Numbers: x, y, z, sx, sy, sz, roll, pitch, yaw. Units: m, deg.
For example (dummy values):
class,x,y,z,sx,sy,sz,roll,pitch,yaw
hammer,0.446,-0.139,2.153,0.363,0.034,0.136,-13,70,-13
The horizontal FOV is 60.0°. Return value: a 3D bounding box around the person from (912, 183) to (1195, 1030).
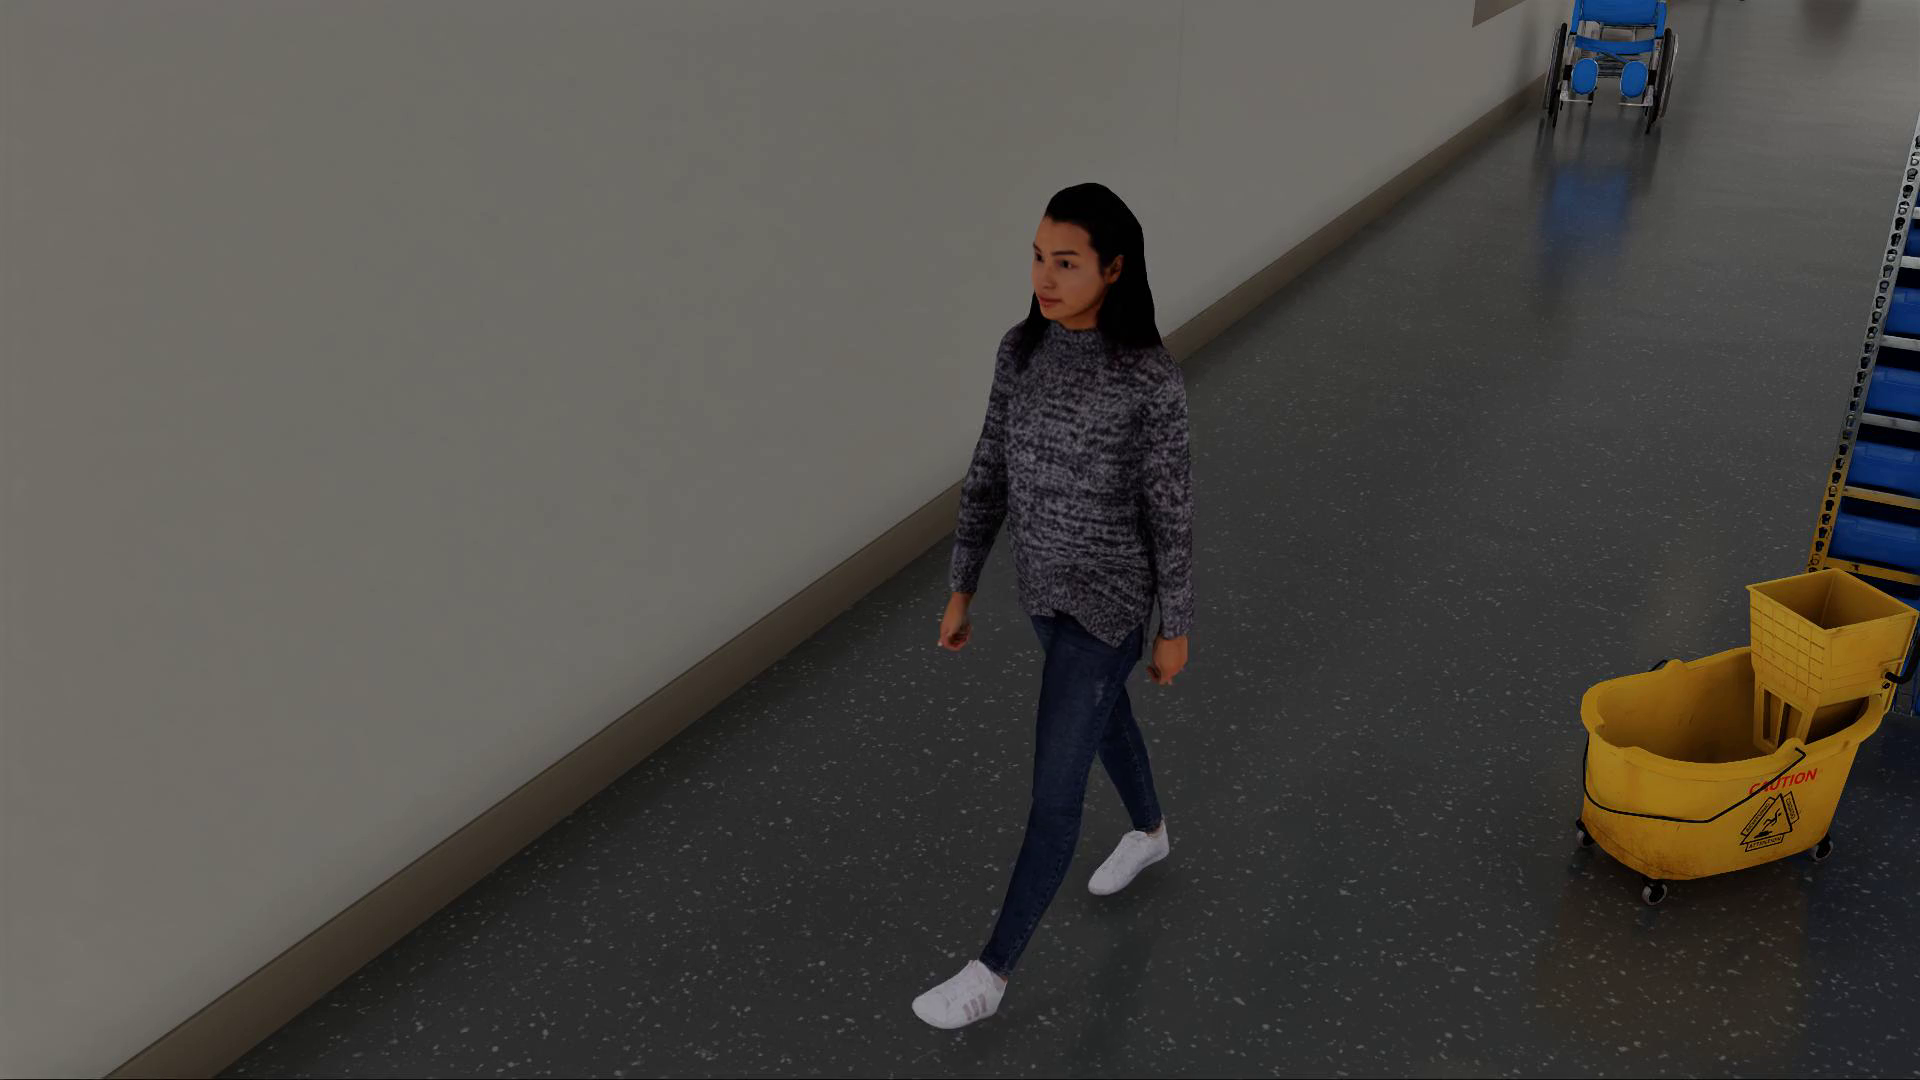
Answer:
class,x,y,z,sx,sy,sz,roll,pitch,yaw
person,0.314,0.111,3.497,1.159,1.681,0.895,23,34,39
